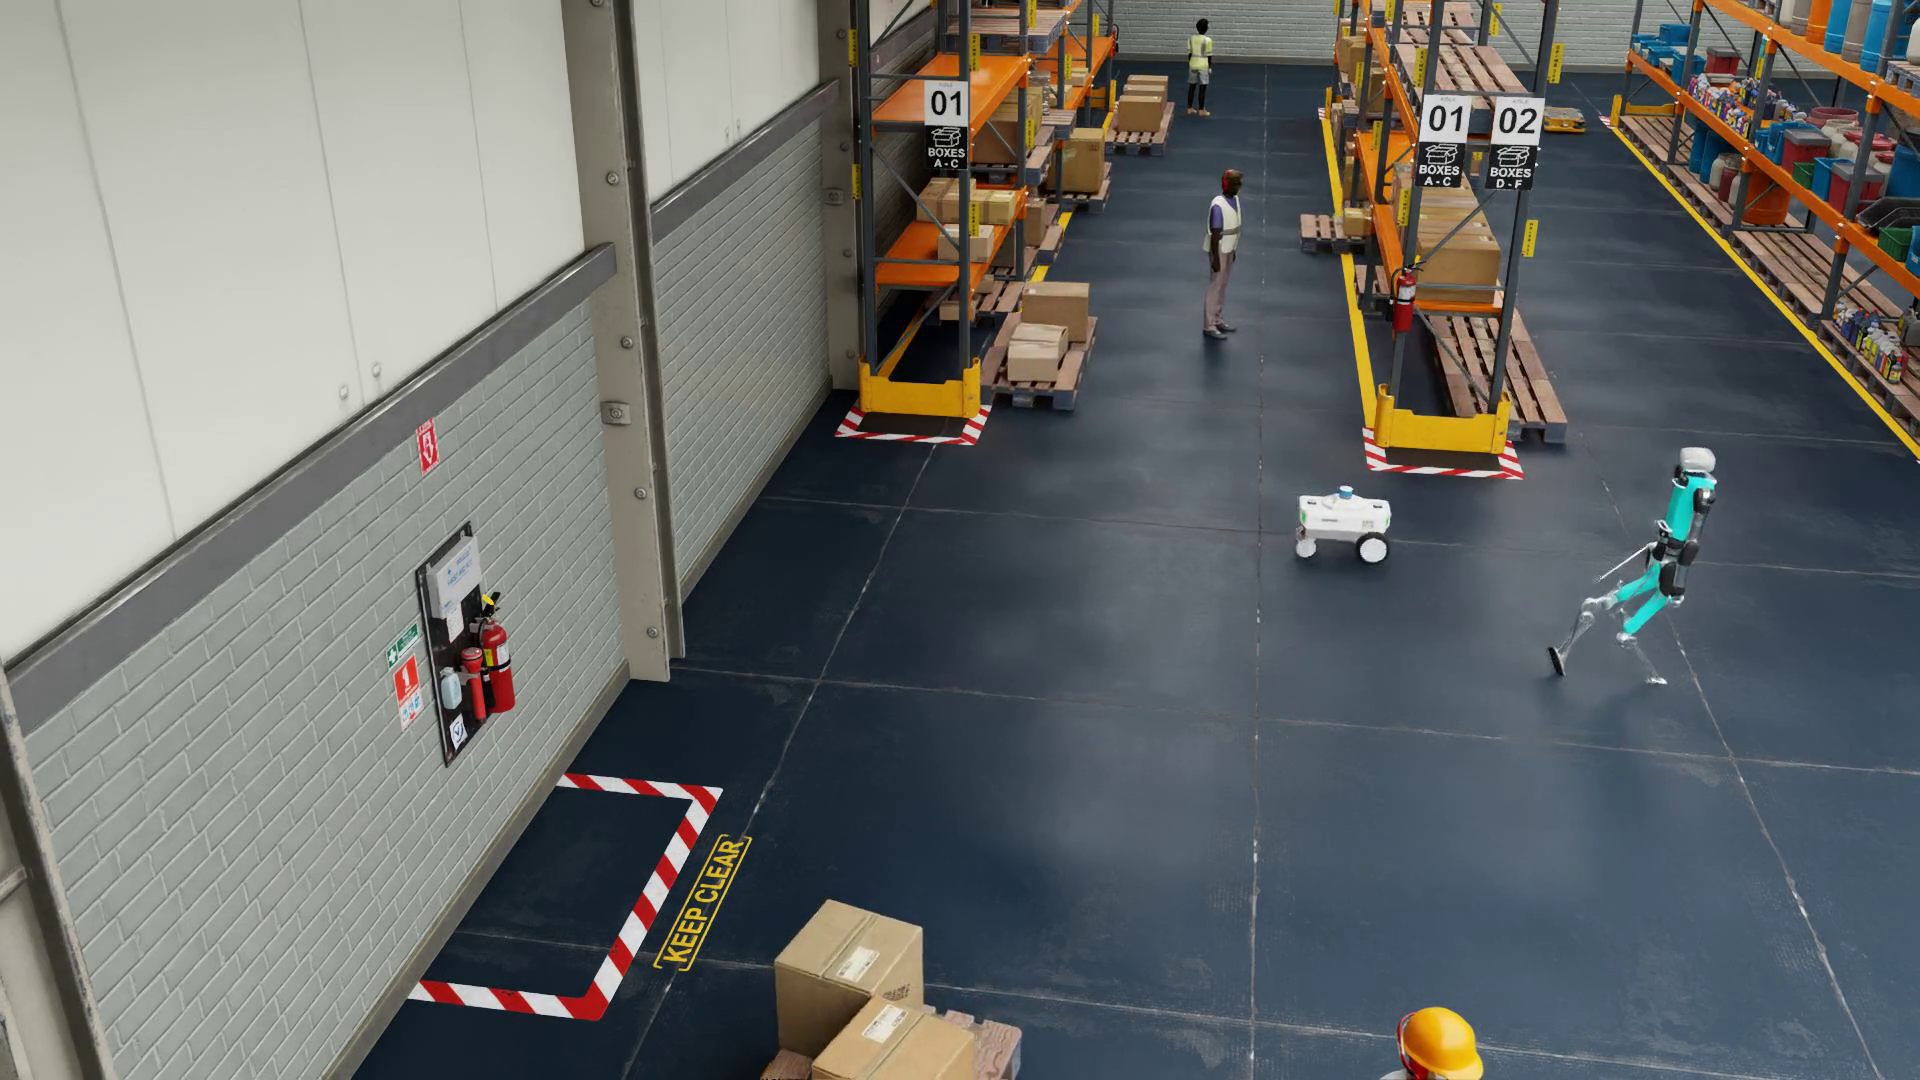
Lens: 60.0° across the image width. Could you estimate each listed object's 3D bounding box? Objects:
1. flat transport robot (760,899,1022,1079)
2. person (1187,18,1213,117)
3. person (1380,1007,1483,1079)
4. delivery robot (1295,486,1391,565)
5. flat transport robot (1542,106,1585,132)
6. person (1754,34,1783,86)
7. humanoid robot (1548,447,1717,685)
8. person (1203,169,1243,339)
[{"bbox_3d":[-0.348,2.729,7.516,1.431,0.231,0.659,9,26,18],"label":"flat transport robot"},{"bbox_3d":[4.294,-8.448,29.751,0.316,1.696,0.539,-22,33,-39],"label":"person"},{"bbox_3d":[1.646,2.486,6.133,0.575,1.889,0.378,-11,27,-23],"label":"person"},{"bbox_3d":[3.087,-0.130,13.318,0.812,0.611,0.499,3,25,7],"label":"delivery robot"},{"bbox_3d":[10.541,-7.365,29.121,0.659,0.231,1.431,6,26,13],"label":"flat transport robot"},{"bbox_3d":[15.859,-9.798,32.558,0.309,1.768,0.532,-19,31,-35],"label":"person"},{"bbox_3d":[4.475,0.203,11.216,0.942,1.763,0.542,2,25,5],"label":"humanoid robot"},{"bbox_3d":[2.870,-3.149,18.239,0.387,1.841,0.563,13,28,25],"label":"person"}]
